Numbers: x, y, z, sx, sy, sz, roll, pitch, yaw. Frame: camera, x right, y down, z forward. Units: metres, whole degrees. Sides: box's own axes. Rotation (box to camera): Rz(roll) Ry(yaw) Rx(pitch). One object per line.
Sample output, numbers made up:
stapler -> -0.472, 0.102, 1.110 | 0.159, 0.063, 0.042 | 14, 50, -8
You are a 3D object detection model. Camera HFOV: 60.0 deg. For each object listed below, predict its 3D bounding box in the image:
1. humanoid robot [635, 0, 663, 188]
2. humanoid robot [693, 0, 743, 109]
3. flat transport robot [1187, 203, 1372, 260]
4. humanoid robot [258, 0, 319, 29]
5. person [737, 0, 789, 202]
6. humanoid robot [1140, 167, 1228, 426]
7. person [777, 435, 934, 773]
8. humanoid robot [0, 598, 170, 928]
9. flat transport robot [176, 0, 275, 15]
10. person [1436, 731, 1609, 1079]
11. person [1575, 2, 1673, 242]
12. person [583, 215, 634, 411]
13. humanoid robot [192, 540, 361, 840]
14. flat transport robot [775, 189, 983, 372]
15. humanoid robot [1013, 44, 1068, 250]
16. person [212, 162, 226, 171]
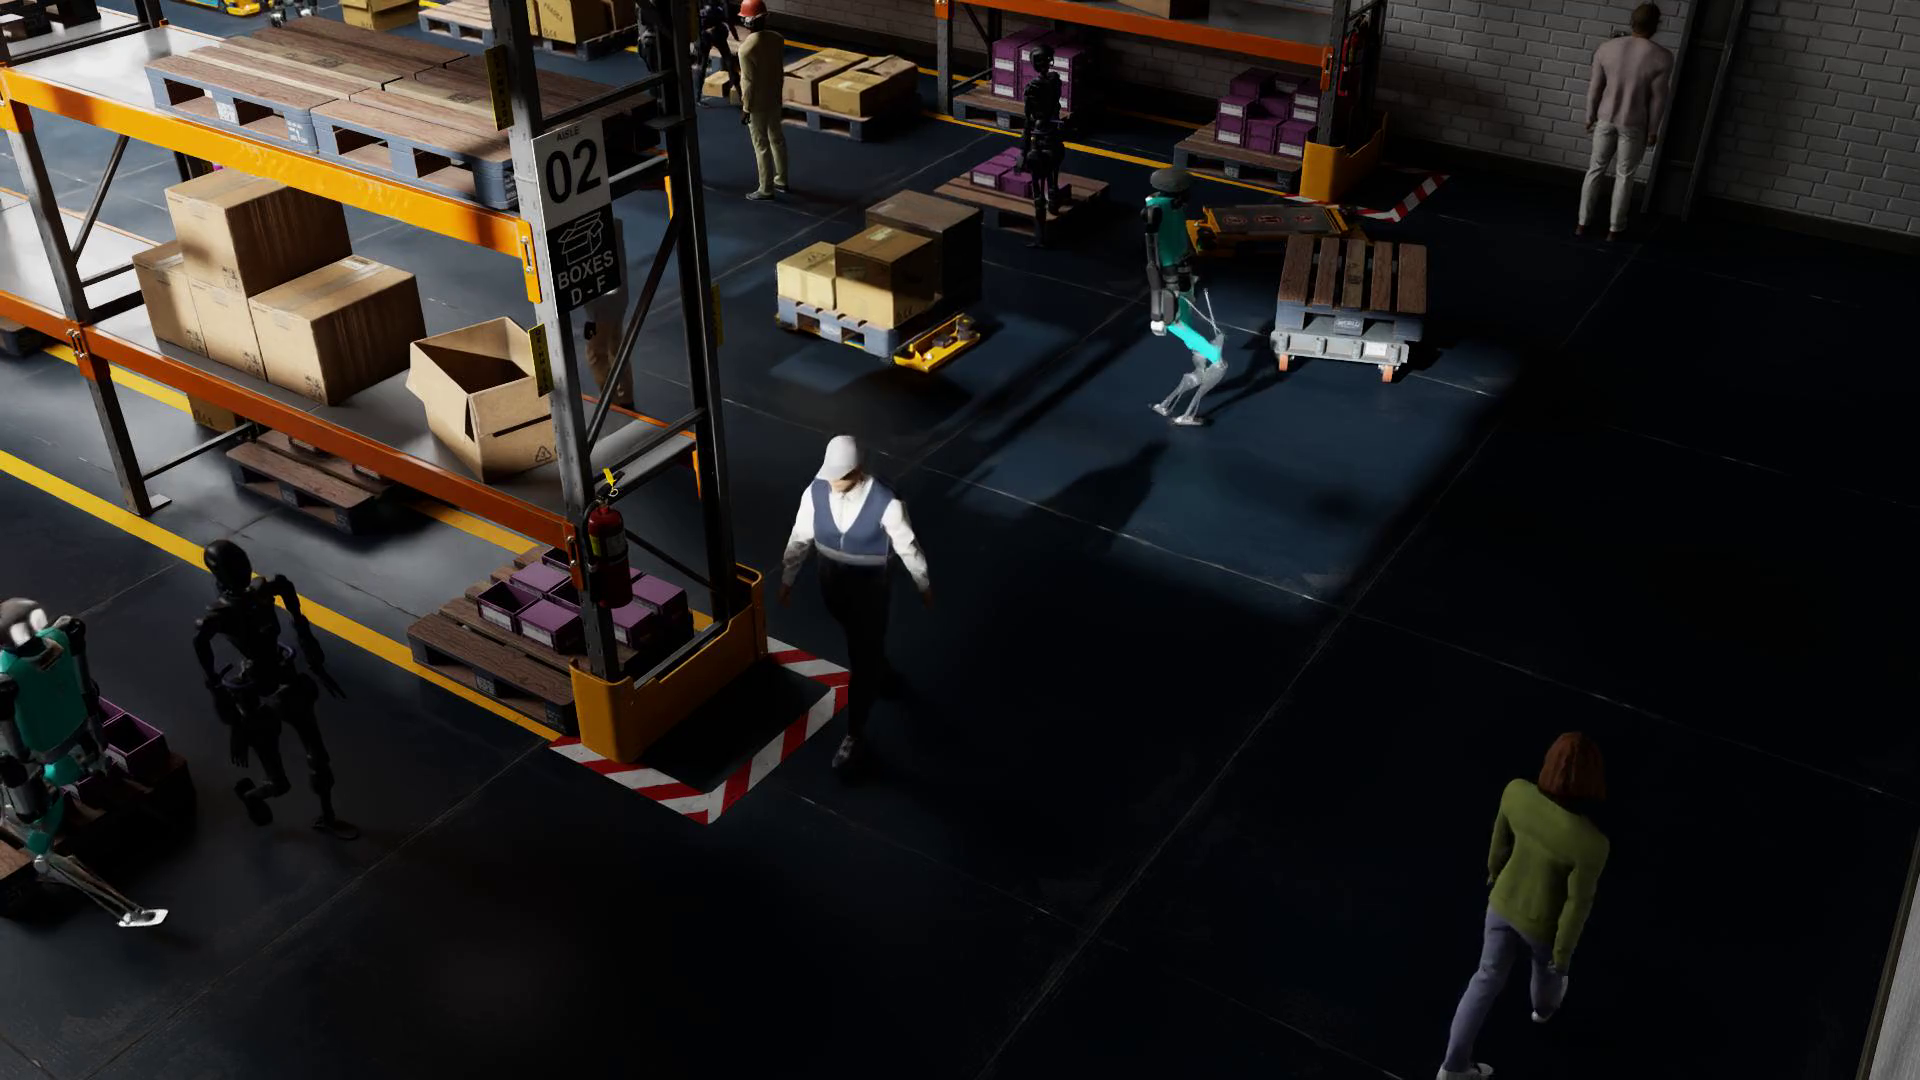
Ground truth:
humanoid robot -> -2.669, -3.918, 14.614 | 0.557, 1.638, 0.610 | 0, 33, 0
humanoid robot -> -2.401, -5.033, 16.341 | 0.718, 1.626, 0.592 | 19, 38, 27
flat transport robot -> 2.635, -2.562, 13.811 | 1.431, 0.231, 0.659 | -1, 33, -2
humanoid robot -> -6.458, -4.936, 16.157 | 0.545, 1.770, 1.037 | -13, 35, -20
person -> -1.725, -3.807, 14.362 | 0.341, 1.749, 0.568 | 18, 37, 25
humanoid robot -> 1.550, -1.505, 10.850 | 0.815, 1.779, 0.561 | 18, 37, 25
person -> -0.512, 0.215, 8.225 | 0.743, 1.700, 0.943 | 12, 35, 17
humanoid robot -> -3.970, 0.970, 7.052 | 0.966, 1.758, 0.555 | 8, 34, 12
flat transport robot -> -8.772, -6.538, 19.921 | 1.431, 0.231, 0.659 | 20, 38, 27
person -> 2.233, 1.428, 6.458 | 0.832, 1.582, 0.513 | -21, 38, -28
person -> 5.403, -3.398, 13.571 | 0.627, 1.934, 0.370 | 23, 40, 31
person -> -2.357, -1.567, 10.932 | 0.353, 1.744, 0.585 | 3, 33, 5
humanoid robot -> -3.134, 0.686, 7.541 | 0.538, 1.643, 0.584 | 18, 37, 25
flat transport robot -> -0.617, -1.618, 12.360 | 1.431, 0.231, 0.659 | 21, 39, 29
humanoid robot -> 0.664, -3.186, 13.469 | 0.315, 1.654, 0.599 | 20, 38, 27
person -> -5.167, -2.496, 12.260 | 0.522, 1.846, 0.332 | 4, 33, 6
